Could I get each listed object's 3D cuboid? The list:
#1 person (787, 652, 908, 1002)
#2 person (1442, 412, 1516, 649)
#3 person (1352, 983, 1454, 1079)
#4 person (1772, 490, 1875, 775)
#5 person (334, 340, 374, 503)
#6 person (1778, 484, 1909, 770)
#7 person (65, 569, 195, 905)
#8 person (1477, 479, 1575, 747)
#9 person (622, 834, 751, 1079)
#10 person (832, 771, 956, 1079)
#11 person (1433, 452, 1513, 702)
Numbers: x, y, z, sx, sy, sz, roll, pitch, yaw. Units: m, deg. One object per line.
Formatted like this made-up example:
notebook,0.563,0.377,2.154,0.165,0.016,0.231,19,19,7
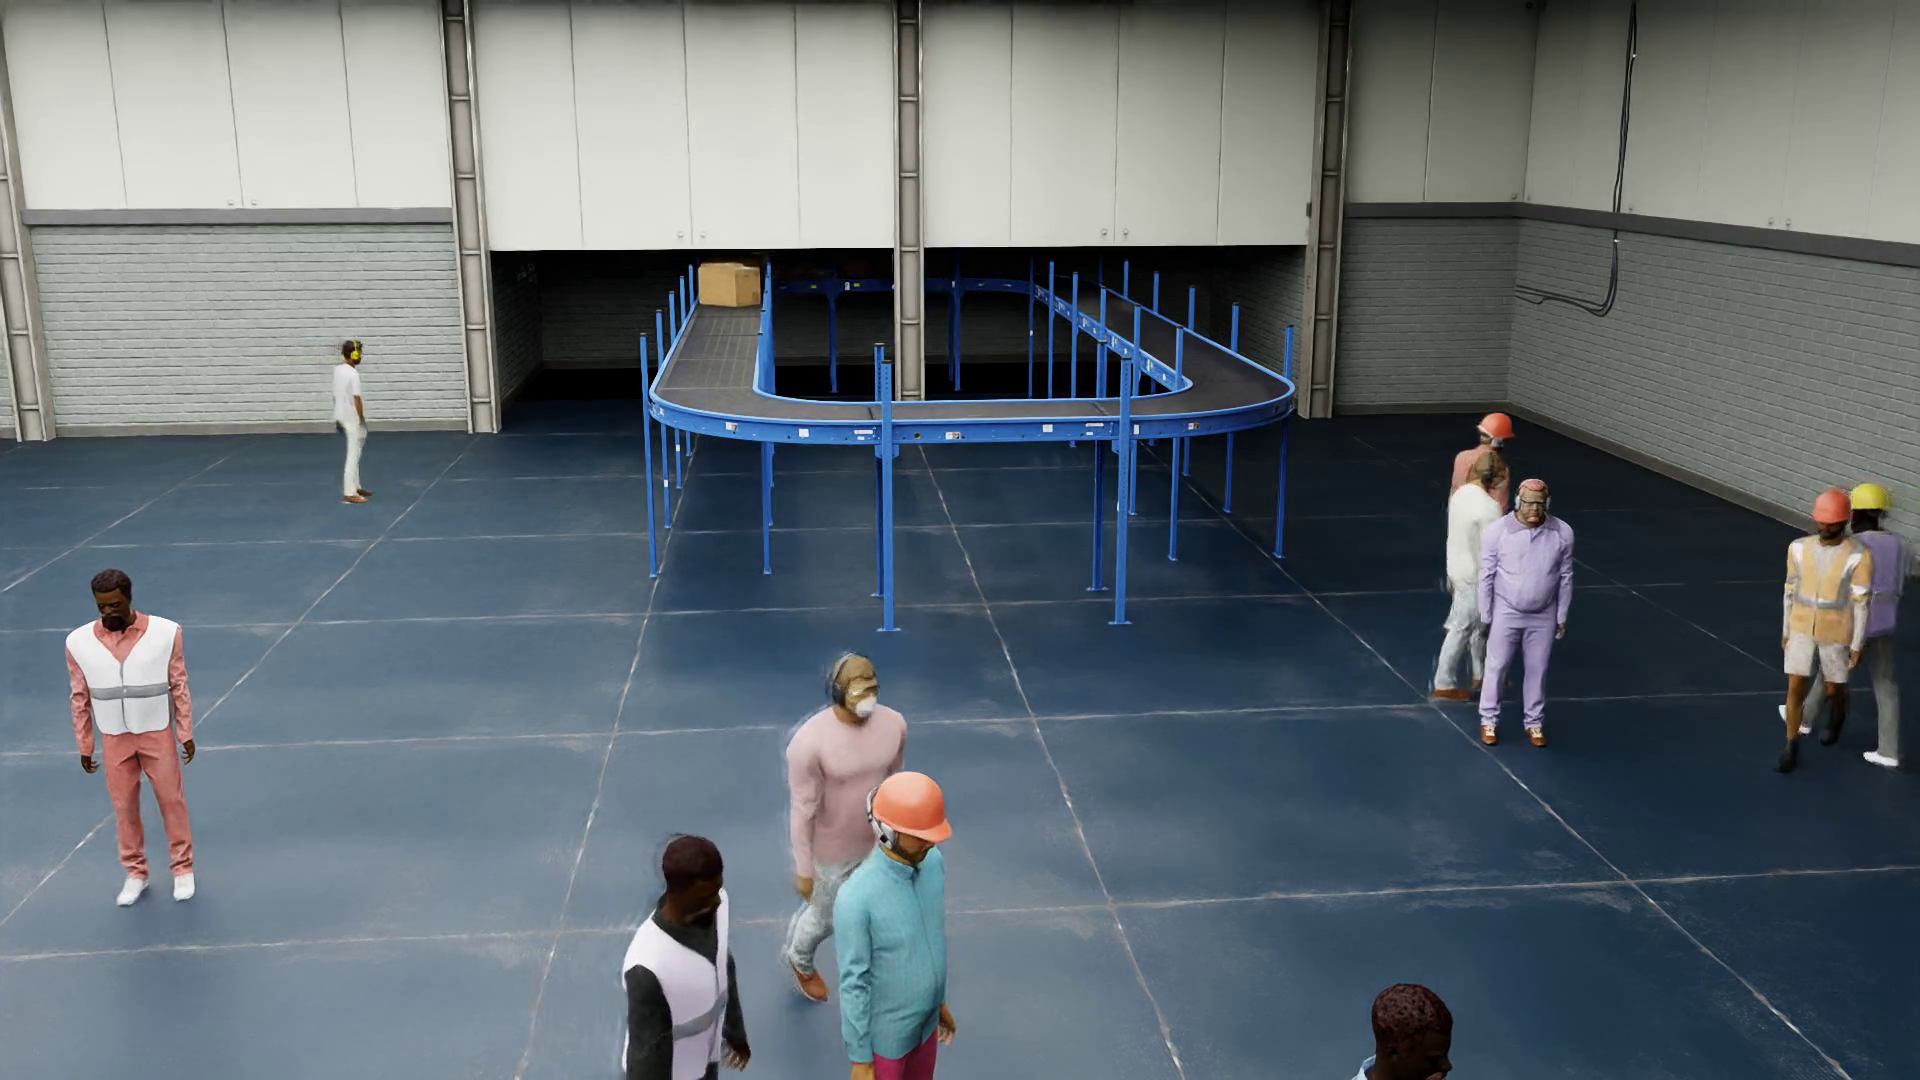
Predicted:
person,-0.533,1.411,7.784,0.635,1.906,0.973,-9,17,-32
person,4.248,-0.067,13.559,0.437,1.970,0.636,-5,15,-20
person,1.194,2.148,4.831,0.397,1.911,0.587,12,19,41
person,5.789,0.579,11.120,0.554,1.911,0.858,13,19,43
person,-6.936,-1.358,18.981,0.456,1.857,0.608,-13,19,-42
person,6.107,0.552,11.313,0.595,1.855,1.042,-3,14,-11
person,-4.540,1.070,9.156,0.597,1.908,0.407,-4,15,-16
person,3.881,0.507,11.436,0.635,1.896,0.395,1,14,4
person,-1.065,1.879,5.977,0.855,1.875,0.654,3,14,13
person,-0.215,1.786,6.119,0.388,1.987,0.608,8,16,30
person,3.911,0.287,12.305,0.801,1.901,0.620,0,14,0
